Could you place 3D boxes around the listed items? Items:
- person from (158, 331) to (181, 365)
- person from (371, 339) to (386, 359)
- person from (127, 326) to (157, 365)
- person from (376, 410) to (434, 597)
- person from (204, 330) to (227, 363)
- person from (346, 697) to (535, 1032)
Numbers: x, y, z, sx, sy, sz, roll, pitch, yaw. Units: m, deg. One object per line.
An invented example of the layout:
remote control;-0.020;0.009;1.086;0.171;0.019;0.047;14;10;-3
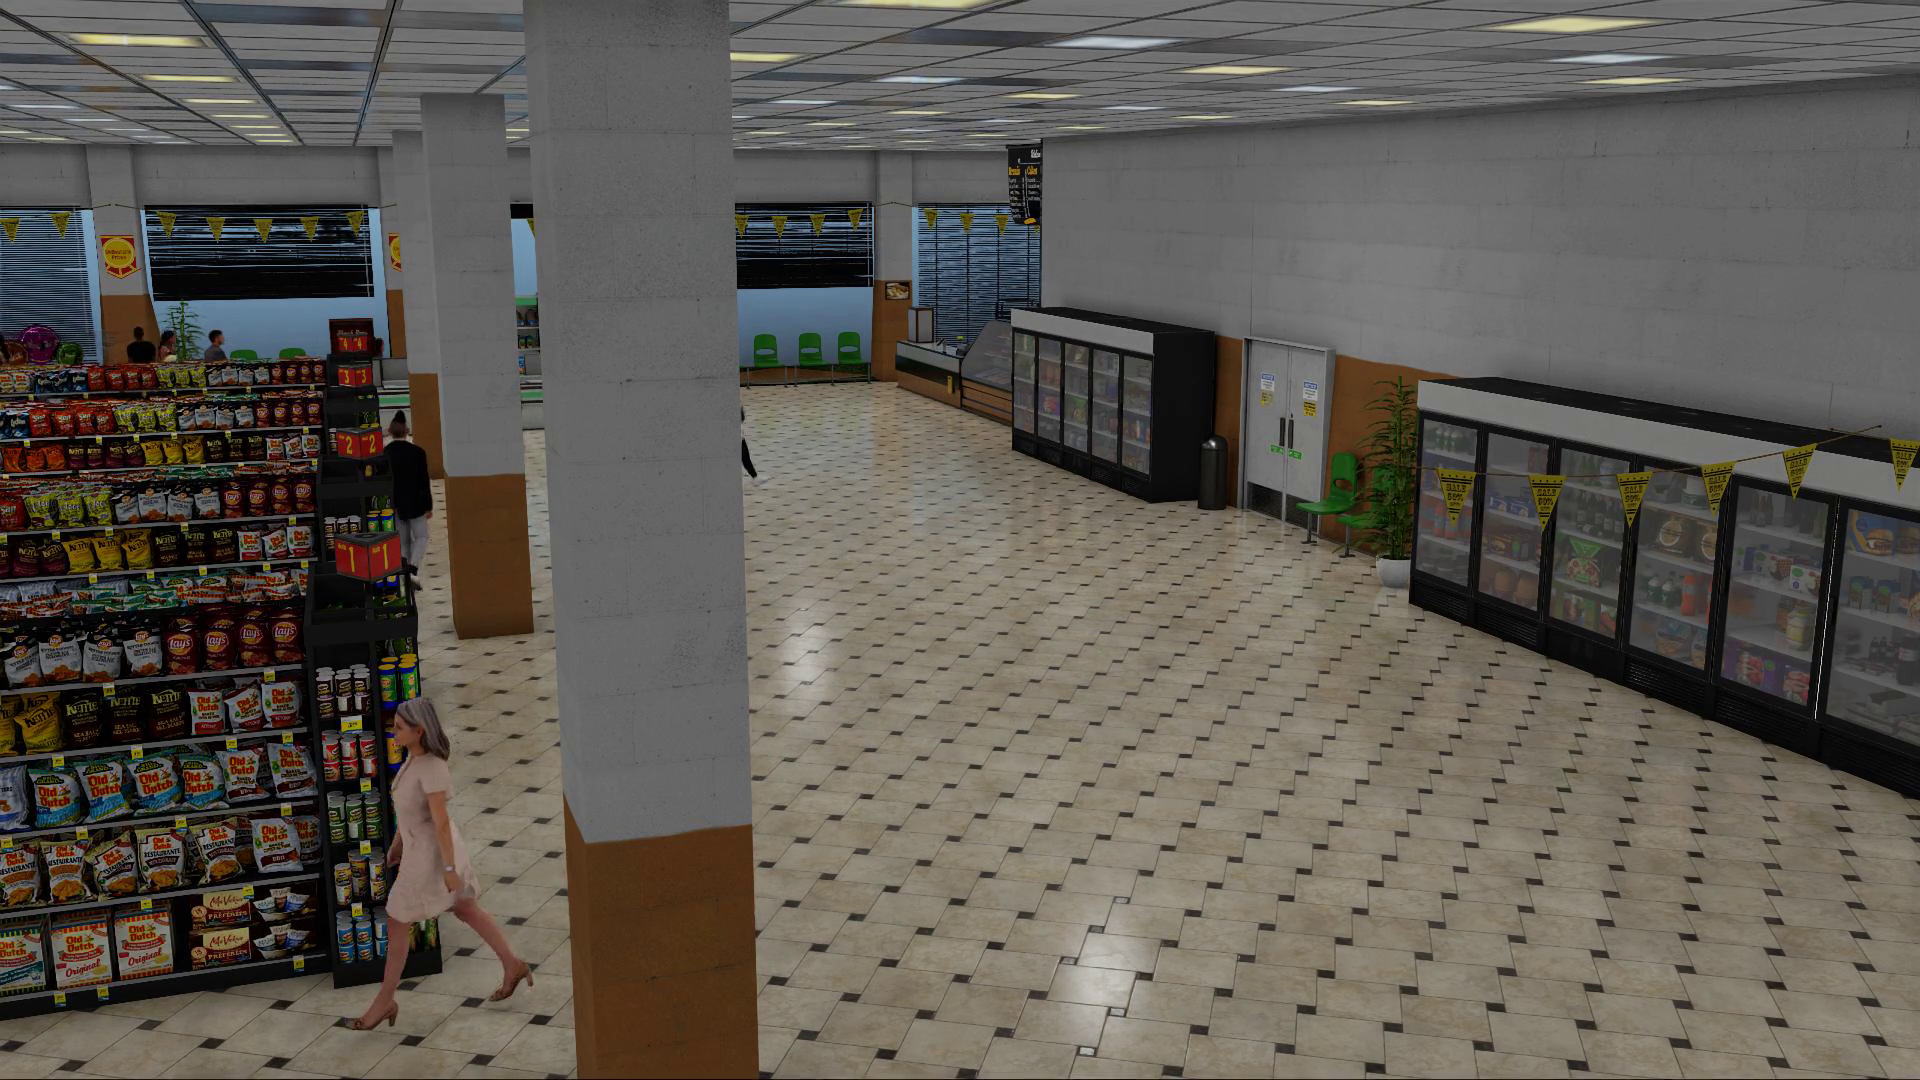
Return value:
person;-14.081;-2.811;29.403;1.137;1.710;0.798;0;12;1
person;-10.785;-2.953;30.704;0.939;1.452;0.760;-9;15;-36
person;-14.542;-2.903;29.611;0.772;1.805;0.629;11;16;43
person;-5.745;-0.355;17.173;0.768;1.943;0.871;-1;12;-5
person;-12.487;-2.601;28.014;0.781;1.871;0.791;9;15;38
person;-2.566;1.623;8.396;1.140;1.689;0.617;-5;13;-23
